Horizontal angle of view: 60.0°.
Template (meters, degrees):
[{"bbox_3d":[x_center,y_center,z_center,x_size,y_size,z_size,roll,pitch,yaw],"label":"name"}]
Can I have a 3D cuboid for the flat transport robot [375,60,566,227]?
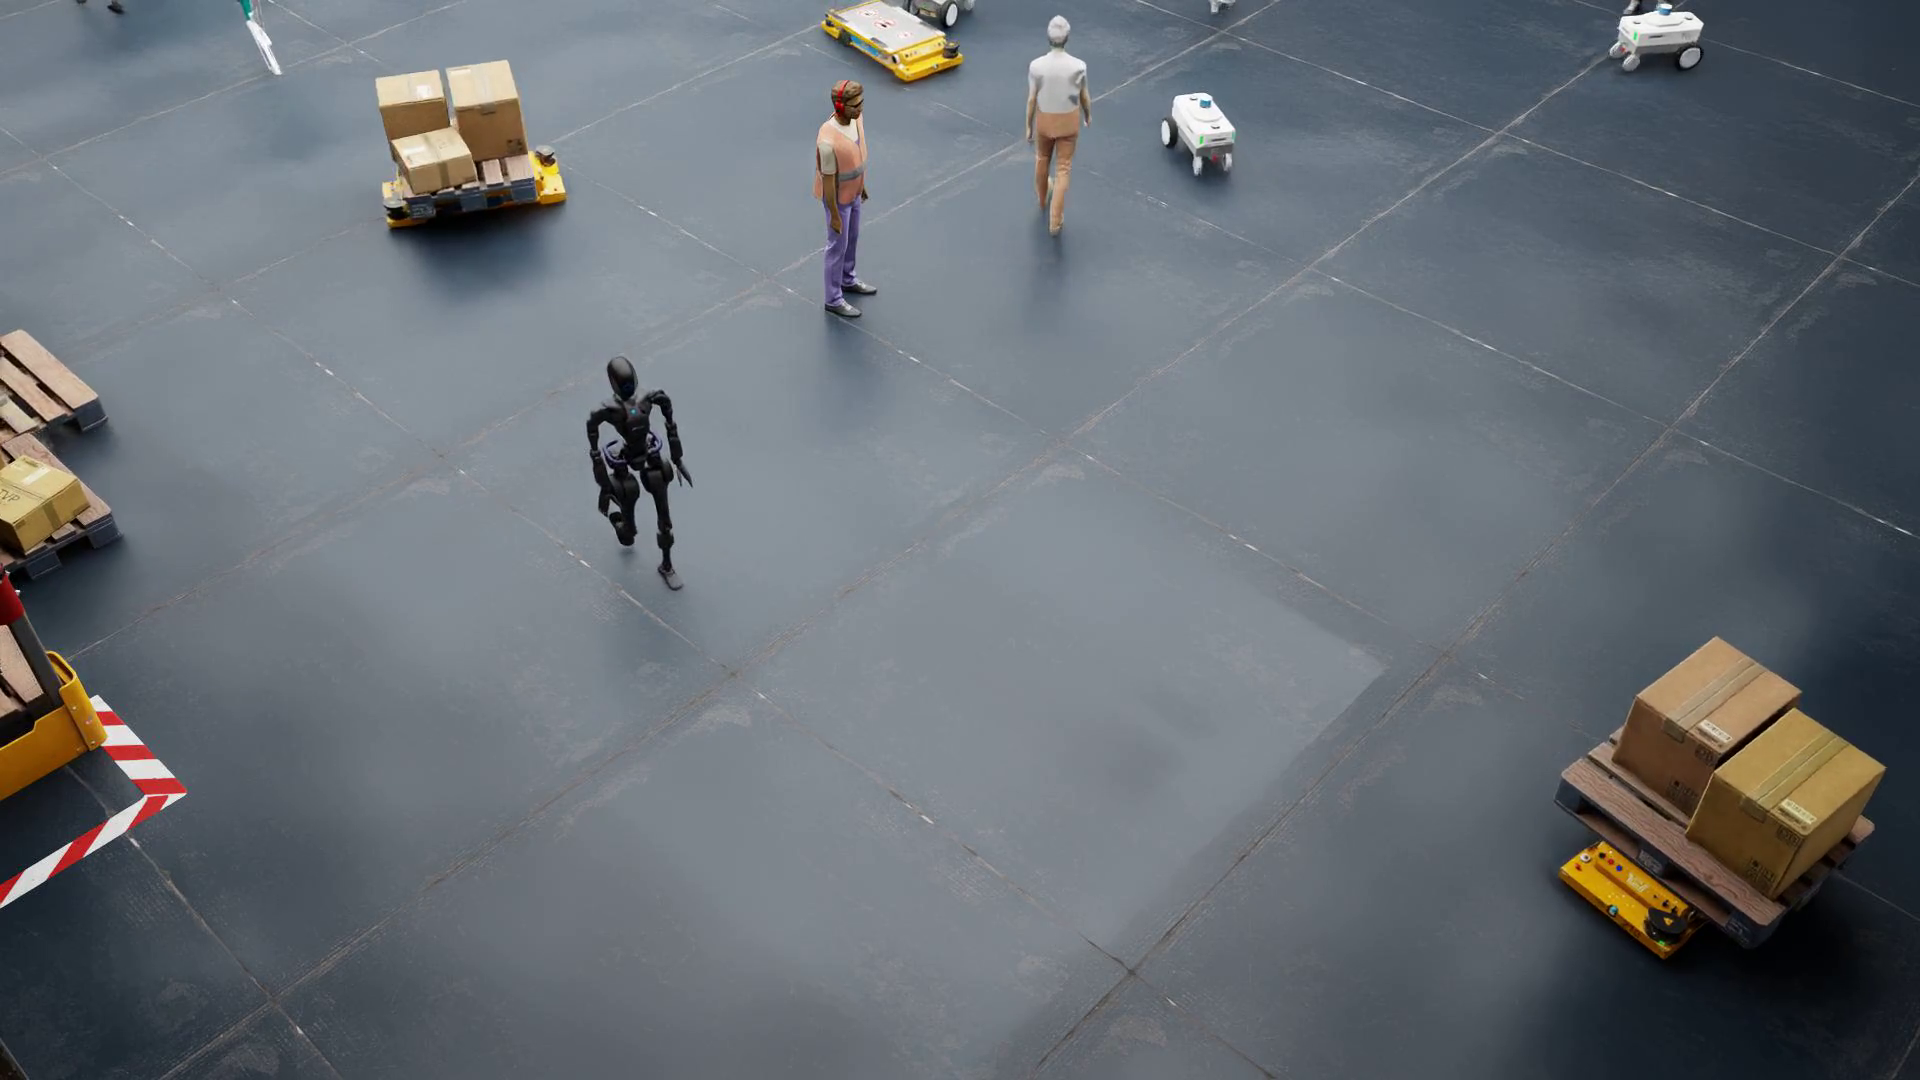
[{"bbox_3d":[-4.038,-2.930,13.782,1.431,0.231,0.659,-13,43,-14],"label":"flat transport robot"}]

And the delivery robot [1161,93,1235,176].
[{"bbox_3d":[2.070,-3.515,14.223,0.499,0.600,0.802,-10,43,-11],"label":"delivery robot"}]

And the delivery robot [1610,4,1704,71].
[{"bbox_3d":[6.553,-4.707,15.552,0.781,0.605,0.499,-7,42,-7],"label":"delivery robot"}]

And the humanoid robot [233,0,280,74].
[{"bbox_3d":[-6.614,-5.239,15.292,0.532,1.786,1.013,-25,48,-25],"label":"humanoid robot"}]

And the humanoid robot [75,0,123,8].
[{"bbox_3d":[-8.653,-5.970,16.146,0.777,1.630,0.610,31,50,30],"label":"humanoid robot"}]

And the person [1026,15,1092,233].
[{"bbox_3d":[0.788,-3.332,13.148,0.488,1.716,0.716,8,43,8],"label":"person"}]

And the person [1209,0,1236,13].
[{"bbox_3d":[2.597,-5.997,16.093,0.510,1.724,0.490,12,43,14],"label":"person"}]

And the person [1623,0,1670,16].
[{"bbox_3d":[6.790,-5.895,15.911,0.562,1.833,0.407,22,46,23],"label":"person"}]

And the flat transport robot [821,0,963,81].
[{"bbox_3d":[-0.660,-4.792,15.852,0.659,0.231,1.431,-27,49,-27],"label":"flat transport robot"}]

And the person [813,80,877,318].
[{"bbox_3d":[-0.858,-2.504,12.143,0.391,1.834,0.559,13,44,14],"label":"person"}]

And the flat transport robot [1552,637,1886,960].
[{"bbox_3d":[3.881,1.581,8.768,1.431,0.231,0.659,-27,49,-27],"label":"flat transport robot"}]

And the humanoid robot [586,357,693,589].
[{"bbox_3d":[-1.953,-0.462,10.003,0.588,1.639,0.629,-23,47,-23],"label":"humanoid robot"}]

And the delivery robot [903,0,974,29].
[{"bbox_3d":[-0.176,-5.392,16.296,0.518,0.582,0.744,21,46,22],"label":"delivery robot"}]
